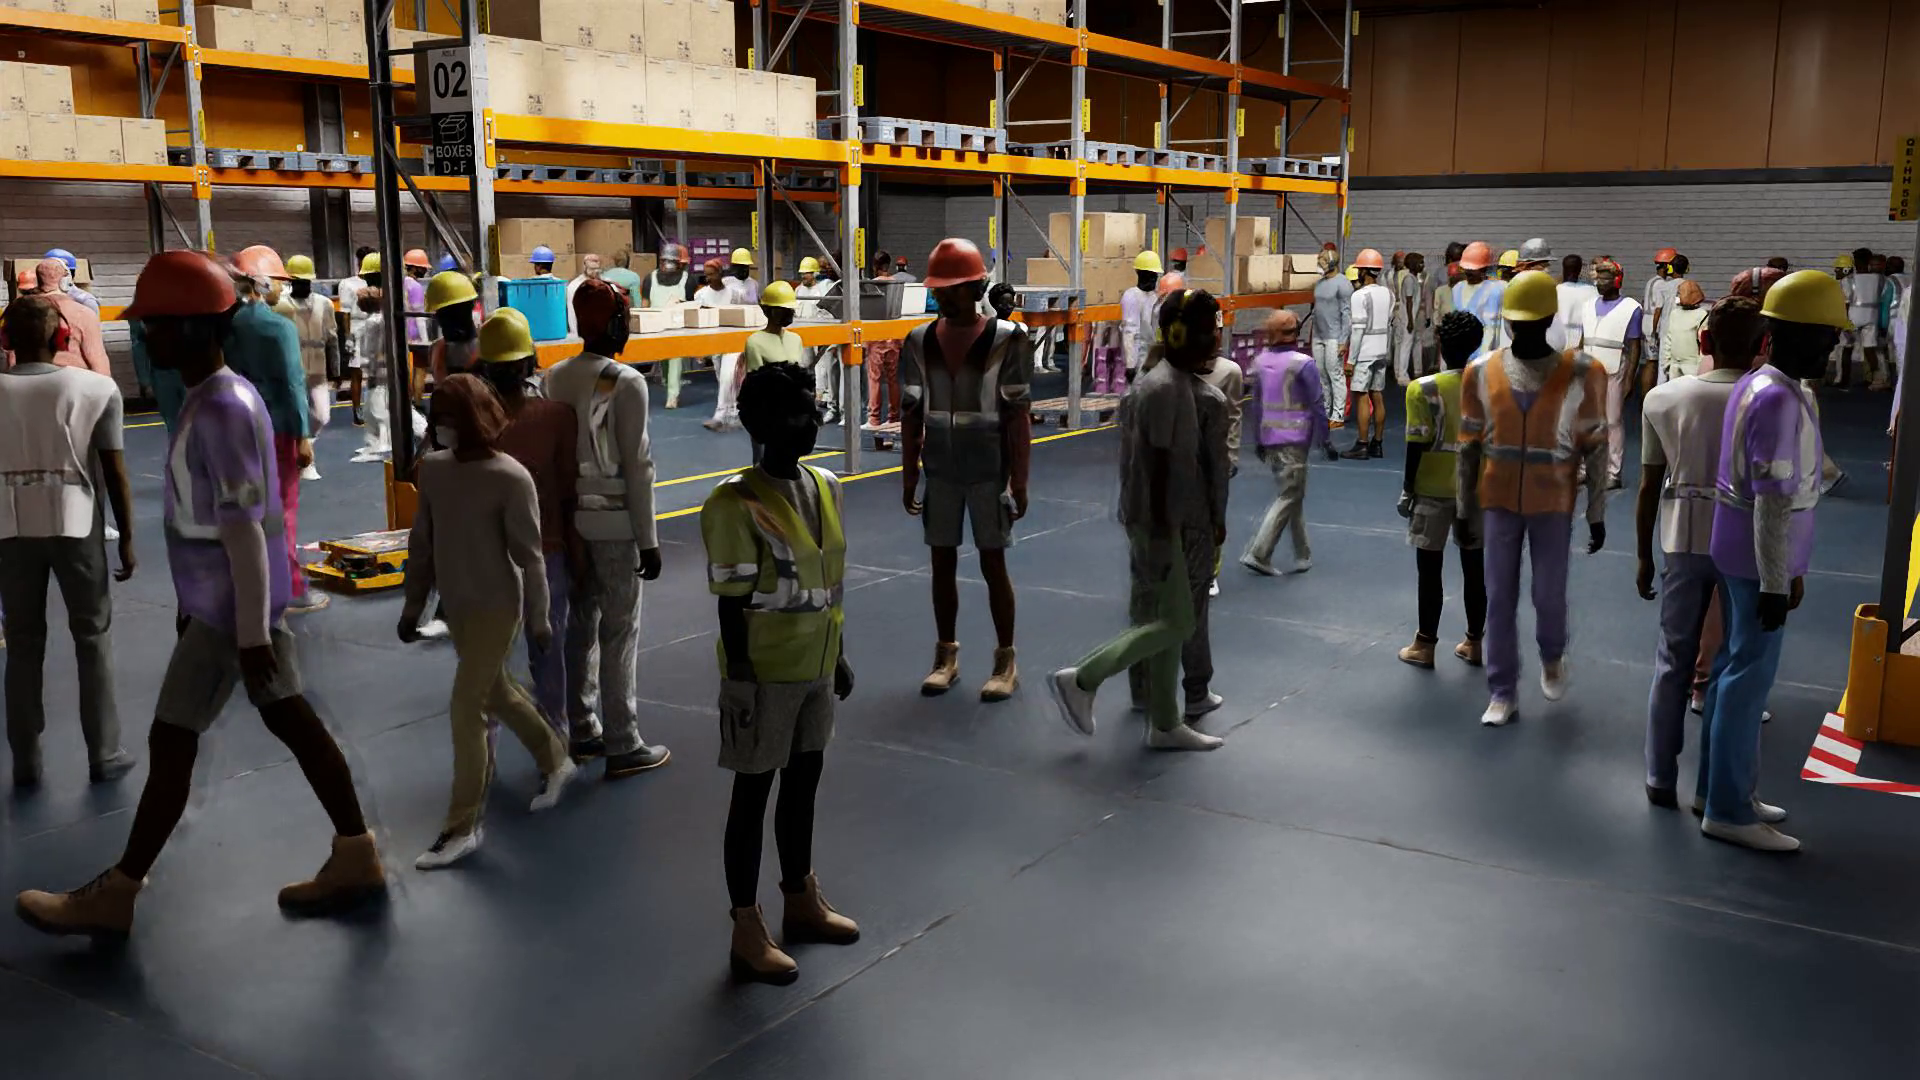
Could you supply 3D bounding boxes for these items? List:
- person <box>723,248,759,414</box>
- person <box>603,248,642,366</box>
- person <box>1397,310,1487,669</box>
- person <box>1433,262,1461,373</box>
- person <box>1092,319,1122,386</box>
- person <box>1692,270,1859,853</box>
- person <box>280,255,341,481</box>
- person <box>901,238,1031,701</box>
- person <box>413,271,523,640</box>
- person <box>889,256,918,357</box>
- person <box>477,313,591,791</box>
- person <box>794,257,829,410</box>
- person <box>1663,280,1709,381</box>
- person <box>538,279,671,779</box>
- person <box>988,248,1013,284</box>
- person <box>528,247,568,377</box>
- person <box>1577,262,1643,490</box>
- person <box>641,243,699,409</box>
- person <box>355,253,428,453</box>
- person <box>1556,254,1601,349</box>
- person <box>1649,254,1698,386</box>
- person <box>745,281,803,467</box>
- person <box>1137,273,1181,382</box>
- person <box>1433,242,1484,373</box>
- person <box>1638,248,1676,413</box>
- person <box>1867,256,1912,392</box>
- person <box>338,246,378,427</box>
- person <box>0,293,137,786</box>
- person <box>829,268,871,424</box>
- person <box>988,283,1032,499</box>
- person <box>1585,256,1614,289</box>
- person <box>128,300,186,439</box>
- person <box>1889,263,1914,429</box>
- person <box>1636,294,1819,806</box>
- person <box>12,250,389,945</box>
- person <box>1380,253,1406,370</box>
[{"bbox_3d":[-2.542,-2.427,19.395,0.384,1.925,0.593,8,13,38],"label":"person"},{"bbox_3d":[-4.681,-3.030,22.811,0.638,1.916,0.808,5,11,26],"label":"person"},{"bbox_3d":[2.324,-0.233,7.872,0.541,1.696,0.315,-2,10,-12],"label":"person"},{"bbox_3d":[6.968,-3.059,23.478,0.573,1.726,0.761,3,11,17],"label":"person"},{"bbox_3d":[2.045,-2.983,22.918,0.524,1.769,0.314,-4,11,-22],"label":"person"},{"bbox_3d":[2.727,0.066,5.588,0.386,1.922,0.594,4,11,20],"label":"person"},{"bbox_3d":[-5.615,-1.473,14.181,0.592,1.903,0.661,-9,14,-41],"label":"person"},{"bbox_3d":[0.009,-0.300,7.339,0.614,2.029,0.409,4,11,23],"label":"person"},{"bbox_3d":[-2.489,-0.439,8.579,0.607,1.869,0.975,4,11,23],"label":"person"},{"bbox_3d":[-0.976,-3.944,28.304,0.561,1.742,0.337,0,10,2],"label":"person"},{"bbox_3d":[-1.626,0.051,6.118,0.527,1.767,0.335,-3,11,-16],"label":"person"},{"bbox_3d":[-1.758,-2.463,19.904,0.593,1.823,0.413,9,14,42],"label":"person"},{"bbox_3d":[7.059,-1.704,16.203,0.286,1.632,0.500,-4,11,-19],"label":"person"},{"bbox_3d":[-1.350,-0.040,6.311,0.575,1.880,0.358,9,13,40],"label":"person"},{"bbox_3d":[0.529,-3.013,22.581,0.389,1.949,0.604,1,10,7],"label":"person"},{"bbox_3d":[-4.497,-2.216,18.166,0.387,1.948,0.602,3,11,15],"label":"person"},{"bbox_3d":[5.272,-1.335,13.565,0.376,1.844,0.571,-6,12,-29],"label":"person"},{"bbox_3d":[-3.514,-2.637,20.243,0.688,2.000,0.937,0,10,1],"label":"person"},{"bbox_3d":[-5.460,-1.774,15.840,0.615,1.906,0.601,-2,10,-11],"label":"person"},{"bbox_3d":[6.186,-1.939,16.816,0.600,1.889,0.877,-1,10,-5],"label":"person"},{"bbox_3d":[8.142,-2.318,18.980,0.508,1.863,0.326,0,10,3],"label":"person"},{"bbox_3d":[-1.172,-0.784,10.757,0.340,1.760,0.525,7,12,34],"label":"person"},{"bbox_3d":[1.775,-1.401,14.222,0.569,1.742,0.352,5,11,26],"label":"person"},{"bbox_3d":[7.221,-3.307,23.956,0.808,2.000,0.642,4,11,22],"label":"person"},{"bbox_3d":[8.170,-2.435,19.442,0.385,1.929,0.543,3,11,14],"label":"person"},{"bbox_3d":[12.454,-2.863,22.159,0.636,1.811,0.501,-5,11,-26],"label":"person"},{"bbox_3d":[-6.443,-2.211,18.107,0.380,1.959,0.601,7,12,33],"label":"person"},{"bbox_3d":[-3.408,0.003,6.218,0.573,1.827,0.415,-4,11,-20],"label":"person"},{"bbox_3d":[-1.140,-2.184,18.120,0.598,1.905,0.390,-4,11,-21],"label":"person"},{"bbox_3d":[0.326,-1.141,12.908,0.536,1.697,0.318,-6,12,-32],"label":"person"},{"bbox_3d":[9.790,-3.449,25.489,0.586,1.764,1.025,0,10,1],"label":"person"},{"bbox_3d":[-6.351,-1.331,13.488,0.654,1.869,0.649,-3,11,-17],"label":"person"},{"bbox_3d":[10.110,-2.069,17.670,0.339,1.834,0.523,6,12,30],"label":"person"},{"bbox_3d":[2.657,0.067,5.837,0.559,1.836,0.394,7,12,33],"label":"person"},{"bbox_3d":[-2.205,0.171,4.821,1.029,1.986,0.635,-4,11,-21],"label":"person"},{"bbox_3d":[6.895,-3.601,26.201,0.577,1.829,1.017,3,11,15],"label":"person"}]
